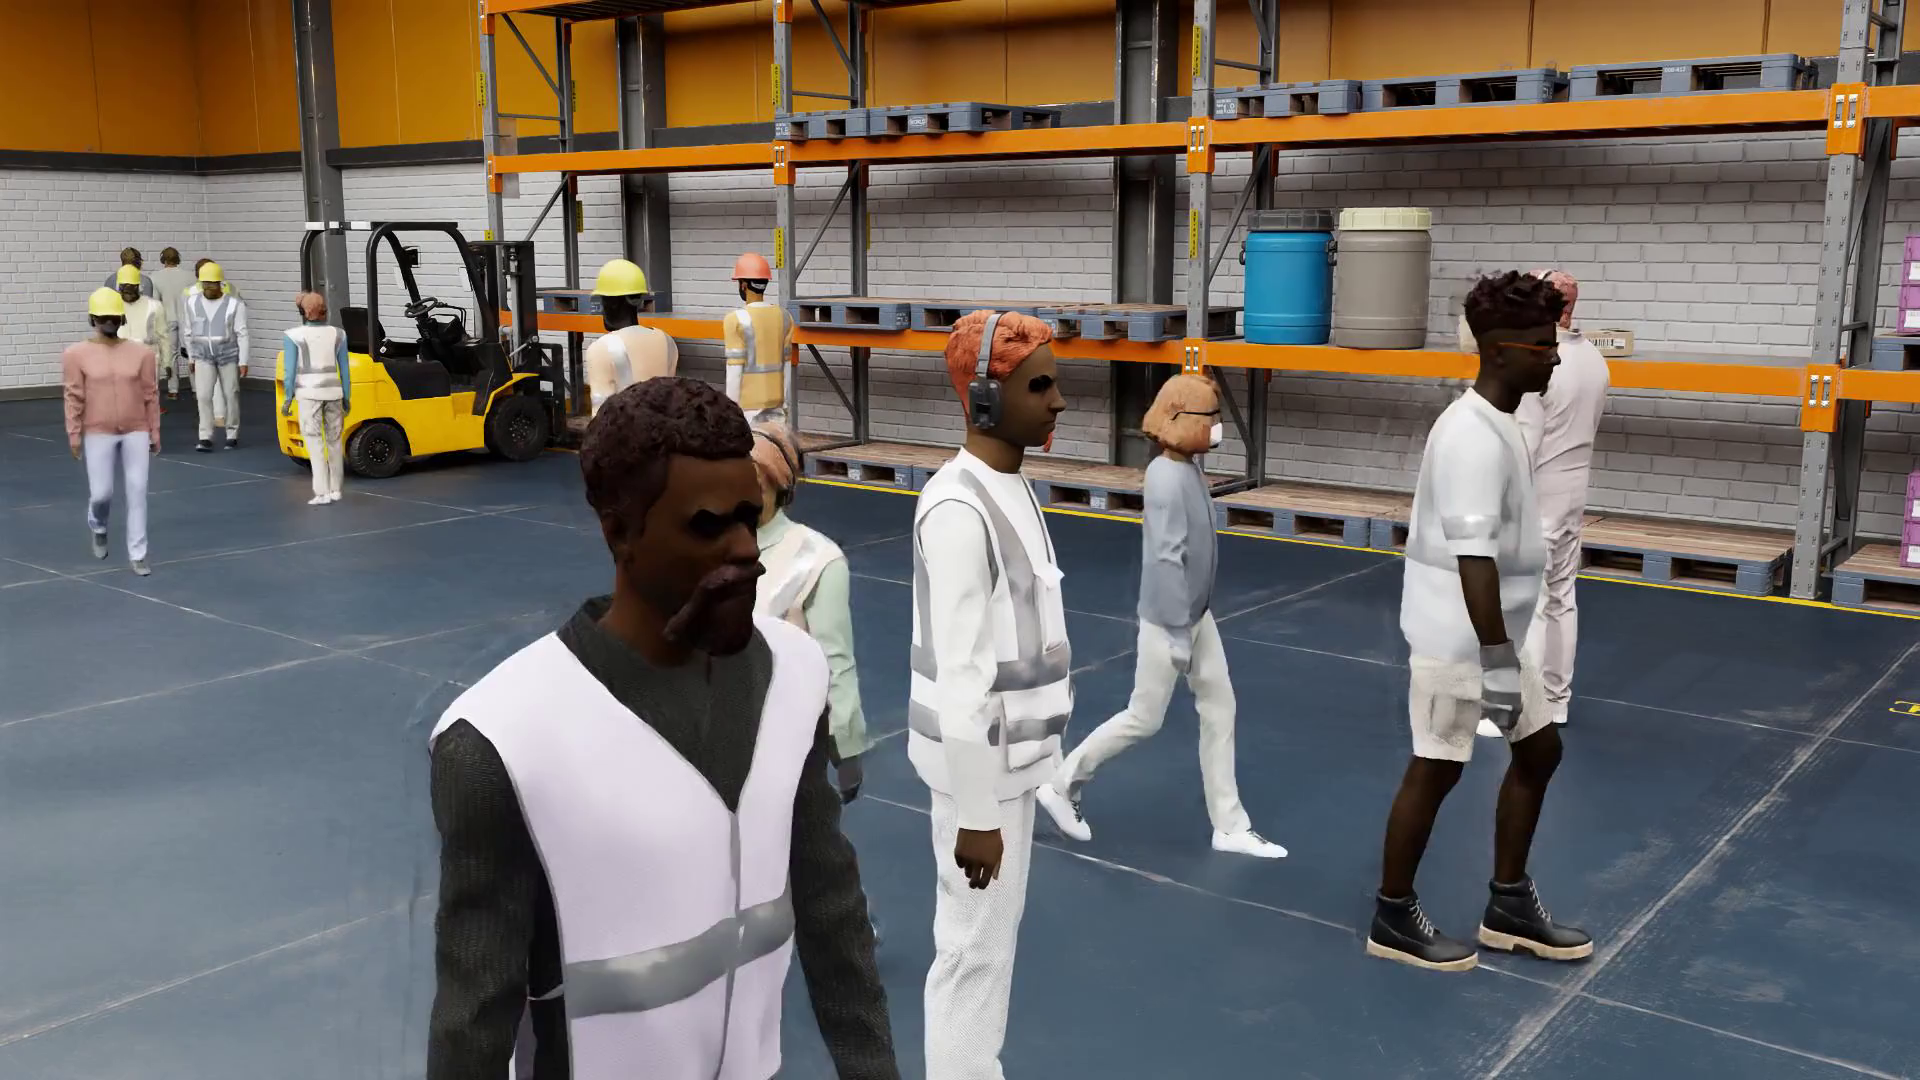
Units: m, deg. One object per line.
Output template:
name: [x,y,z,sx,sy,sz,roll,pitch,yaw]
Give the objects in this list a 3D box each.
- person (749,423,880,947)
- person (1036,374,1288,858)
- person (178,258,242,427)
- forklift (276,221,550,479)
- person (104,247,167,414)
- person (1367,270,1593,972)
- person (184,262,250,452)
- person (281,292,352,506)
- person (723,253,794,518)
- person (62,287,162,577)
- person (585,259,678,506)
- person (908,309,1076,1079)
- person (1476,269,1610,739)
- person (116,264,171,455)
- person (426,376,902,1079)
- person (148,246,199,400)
person: [-0.453,0.491,4.195,0.516,1.602,0.859,8,13,38]
person: [0.660,0.251,5.457,0.800,1.606,0.504,4,11,21]
person: [-8.233,-2.162,18.225,0.661,1.815,0.783,-10,14,-43]
forklift: [-4.922,-1.741,14.854,1.214,2.155,2.313,8,13,38]
person: [-9.538,-2.401,19.220,0.635,1.937,0.352,3,11,15]
person: [1.483,0.252,4.506,0.740,1.936,0.634,5,11,24]
person: [-7.083,-1.726,15.824,0.613,1.803,0.726,-2,10,-10]
person: [-4.937,-1.073,12.799,0.539,1.631,0.524,9,14,41]
person: [-1.350,-0.917,10.999,0.354,1.939,0.544,9,14,41]
person: [-5.135,-0.657,10.094,0.527,1.751,0.521,-8,13,-37]
person: [-1.608,-0.393,8.114,0.360,1.930,0.587,5,11,27]
person: [0.072,0.473,3.447,0.347,1.882,0.584,2,10,9]
person: [2.332,-0.137,6.765,0.646,1.908,0.408,-10,14,-43]
person: [-7.801,-1.708,15.772,0.604,1.804,0.542,-3,11,-16]
person: [-0.326,0.725,2.094,0.996,1.862,0.613,6,12,32]
person: [-9.977,-2.754,21.172,0.627,1.941,0.370,-8,13,-37]
